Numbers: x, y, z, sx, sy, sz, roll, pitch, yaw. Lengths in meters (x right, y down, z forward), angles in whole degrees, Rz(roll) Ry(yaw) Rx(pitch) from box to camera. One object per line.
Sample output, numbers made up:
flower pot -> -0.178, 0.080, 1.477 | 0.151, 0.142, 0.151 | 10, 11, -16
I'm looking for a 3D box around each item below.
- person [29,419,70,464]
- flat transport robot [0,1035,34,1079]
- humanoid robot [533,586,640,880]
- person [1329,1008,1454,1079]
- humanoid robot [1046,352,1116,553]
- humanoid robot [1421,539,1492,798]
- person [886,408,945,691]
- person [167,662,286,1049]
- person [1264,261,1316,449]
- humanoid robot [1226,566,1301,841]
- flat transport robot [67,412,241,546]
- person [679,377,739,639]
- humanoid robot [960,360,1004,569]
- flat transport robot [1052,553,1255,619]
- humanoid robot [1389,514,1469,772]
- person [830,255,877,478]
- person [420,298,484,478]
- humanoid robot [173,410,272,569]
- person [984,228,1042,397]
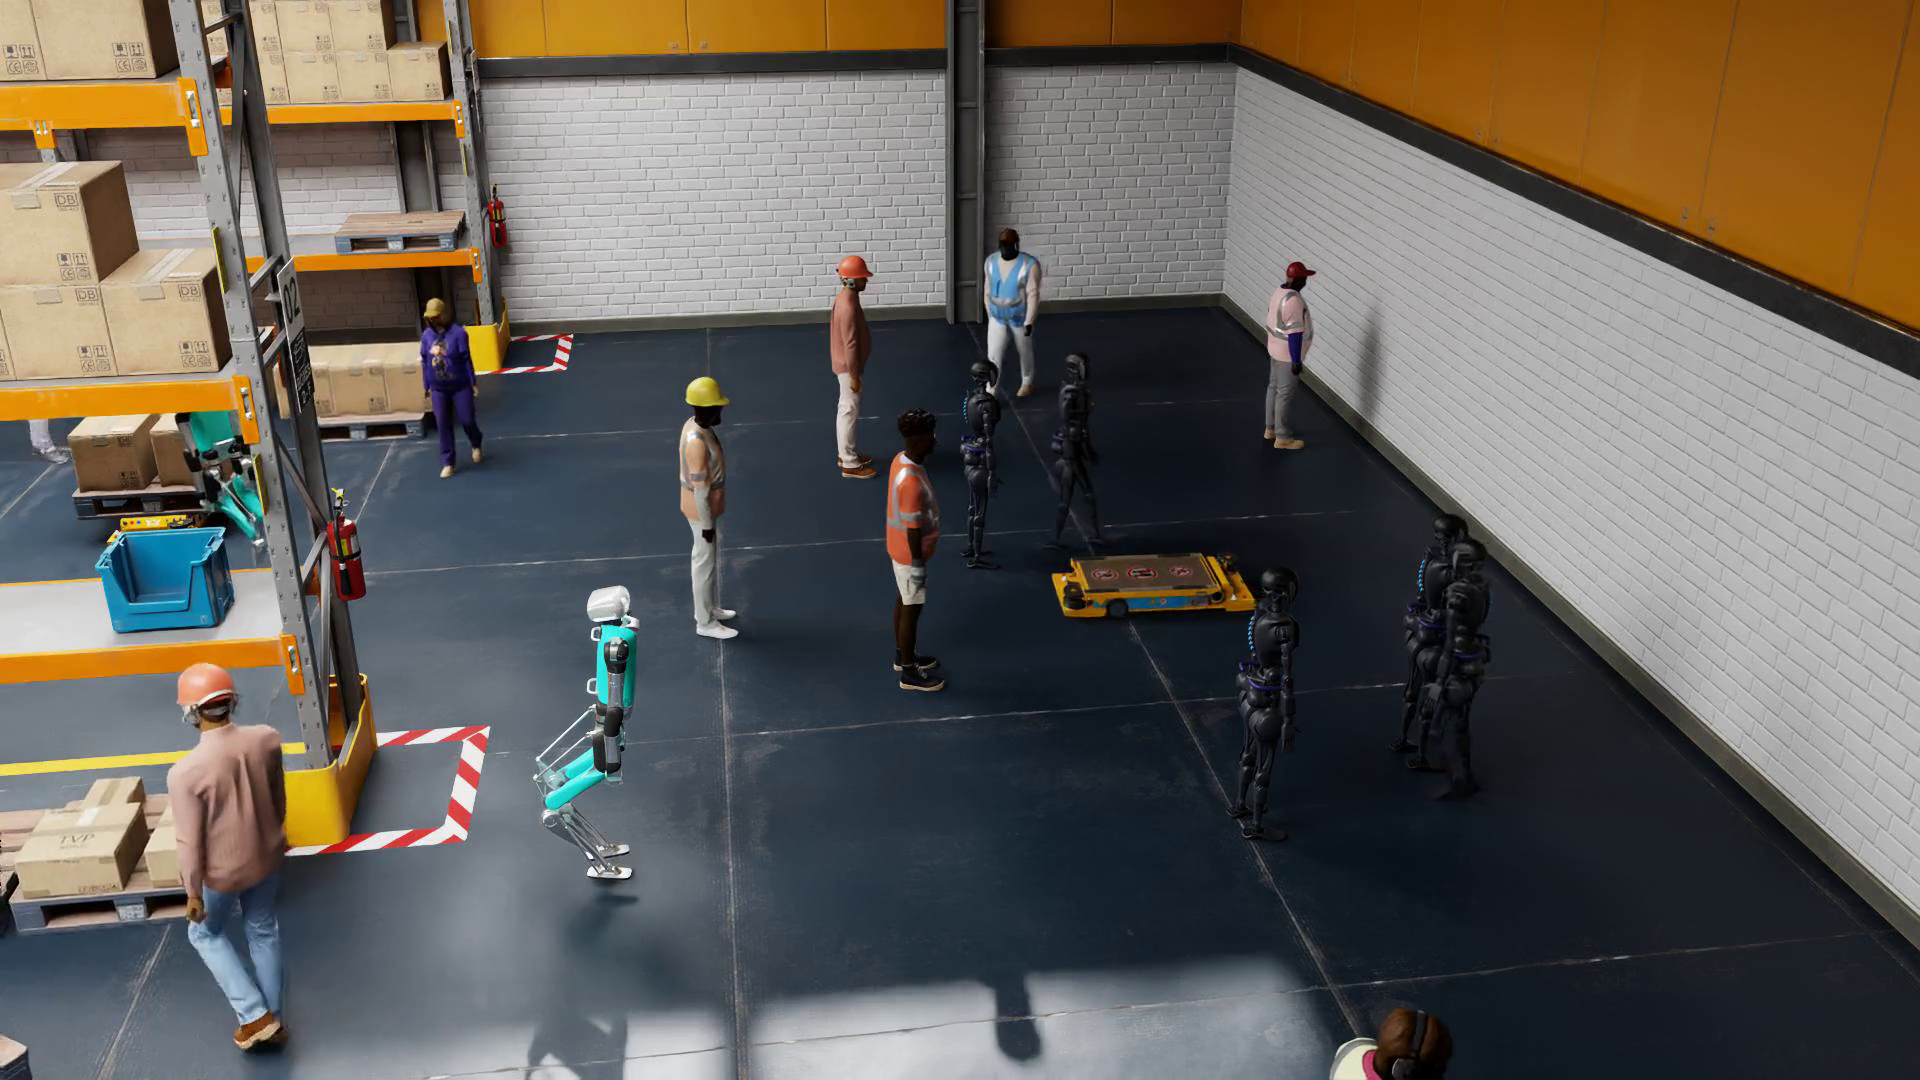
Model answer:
person -> -8.400, -1.644, 15.097 | 0.529, 1.923, 0.490 | 1, 24, 2
flat transport robot -> -4.927, 2.677, 7.297 | 1.431, 0.231, 0.659 | 12, 26, 25
humanoid robot -> -2.056, 1.060, 8.989 | 0.735, 1.677, 0.533 | -3, 24, -8
person -> 1.498, 2.430, 5.914 | 0.431, 1.837, 0.623 | -3, 24, -6
humanoid robot -> 0.976, -0.672, 13.179 | 0.563, 1.641, 0.601 | 9, 25, 20
humanoid robot -> 2.986, 0.768, 9.908 | 0.355, 1.654, 0.588 | 14, 27, 28
person -> -0.308, 0.051, 11.170 | 0.373, 1.965, 0.605 | -3, 24, -6
person -> -3.425, 1.506, 7.857 | 0.443, 1.965, 0.631 | 13, 27, 27
person -> 3.065, -1.733, 15.497 | 0.418, 1.754, 0.611 | -3, 24, -6
humanoid robot -> 1.762, 0.913, 9.548 | 0.315, 1.657, 0.599 | -3, 24, -8
flat transport robot -> -6.648, -0.290, 14.056 | 0.659, 0.231, 1.431 | -3, 24, -8
person -> -1.800, -0.240, 11.883 | 0.382, 1.927, 0.587 | -3, 24, -6
humanoid robot -> 0.169, -0.610, 13.017 | 0.315, 1.657, 0.599 | -3, 24, -8
flat transport robot -> 1.455, 0.345, 12.610 | 1.431, 0.231, 0.659 | -2, 24, -5
humanoid robot -> 2.915, 0.607, 10.249 | 0.315, 1.653, 0.599 | -3, 24, -8
person -> -0.949, -1.547, 14.776 | 0.389, 1.995, 0.611 | -3, 24, -6
person -> -4.542, -1.370, 14.834 | 0.494, 1.610, 0.465 | 3, 24, 6
humanoid robot -> -5.377, -0.387, 12.447 | 0.770, 1.766, 0.534 | 14, 27, 29
person -> 0.500, -2.208, 16.545 | 0.622, 1.792, 0.994 | 9, 25, 20
